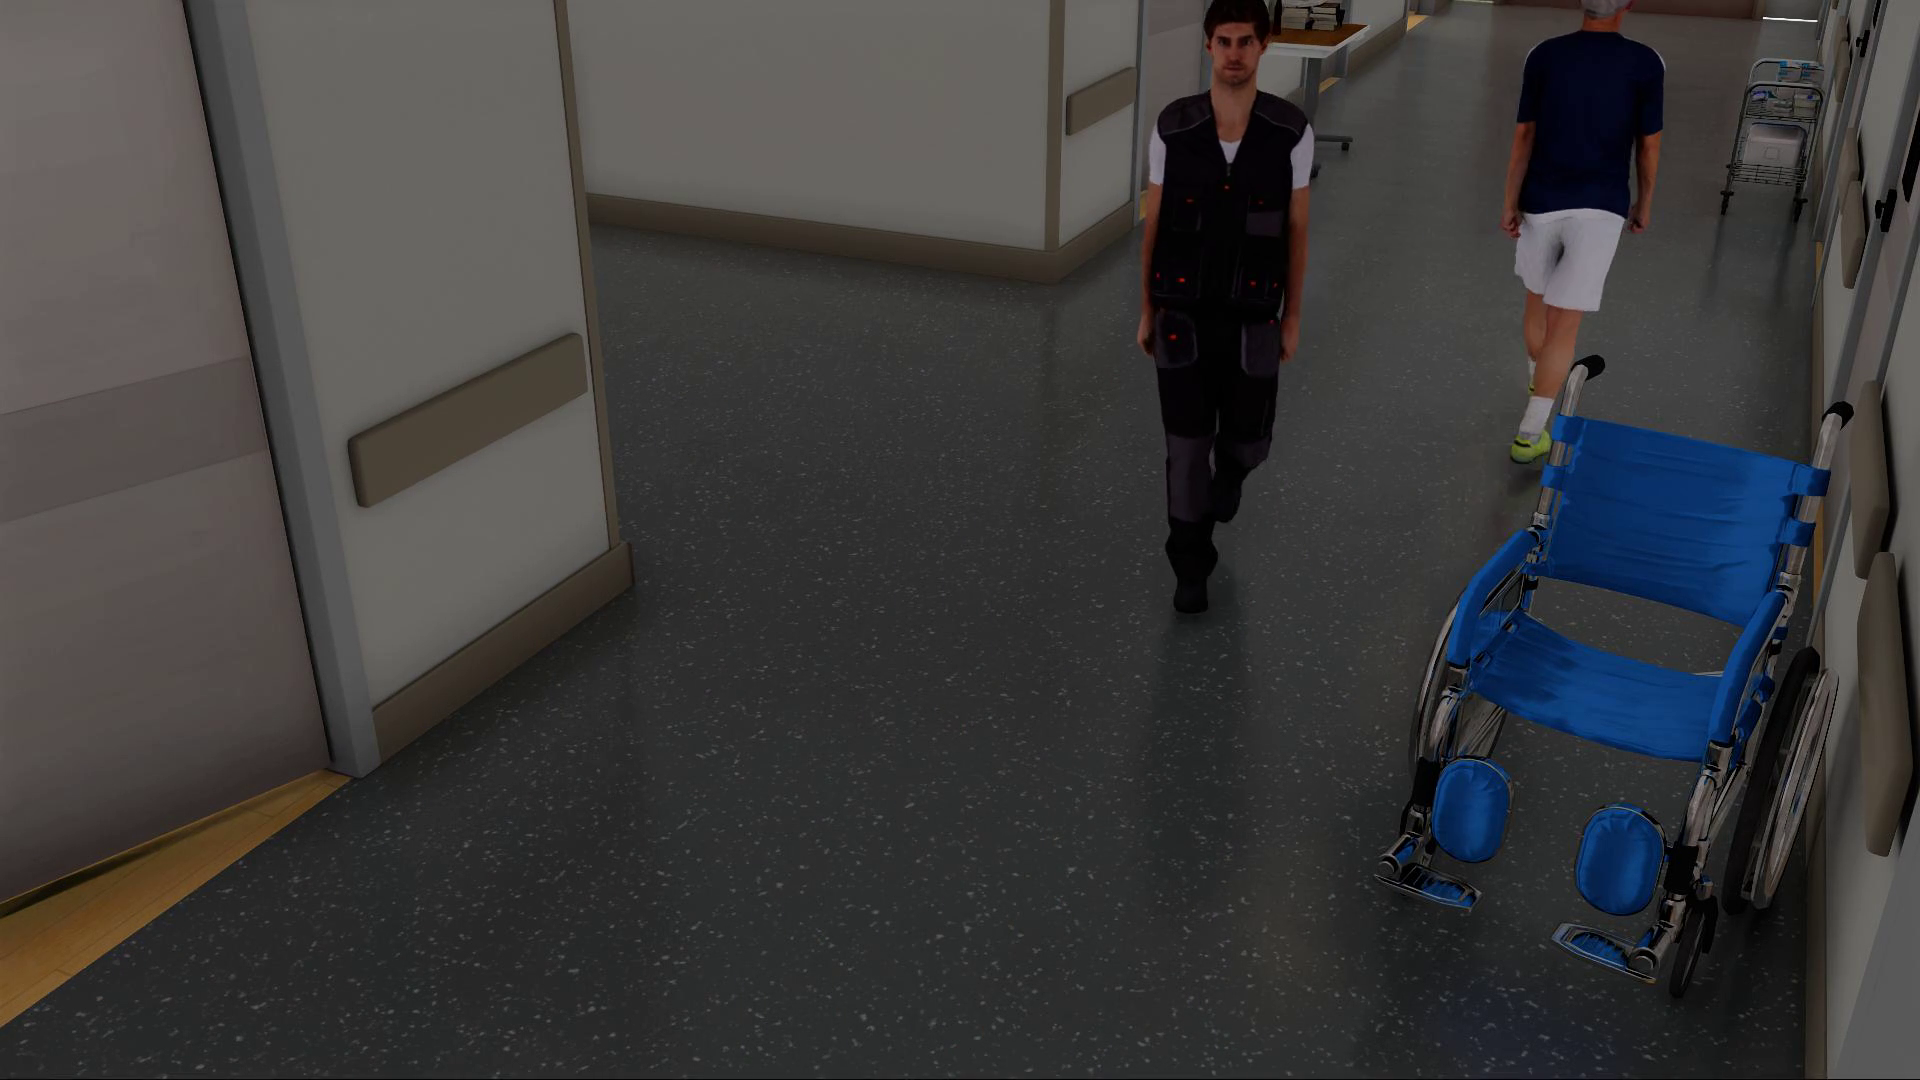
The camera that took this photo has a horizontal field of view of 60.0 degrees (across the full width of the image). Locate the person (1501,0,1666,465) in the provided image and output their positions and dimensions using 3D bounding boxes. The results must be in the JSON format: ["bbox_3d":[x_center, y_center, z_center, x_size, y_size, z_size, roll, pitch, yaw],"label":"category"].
[{"bbox_3d":[2.198,-1.147,6.025,0.731,1.783,1.194,15,29,28],"label":"person"}]

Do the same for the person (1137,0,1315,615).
[{"bbox_3d":[0.792,-0.720,5.086,0.829,1.830,1.070,4,26,8],"label":"person"}]
